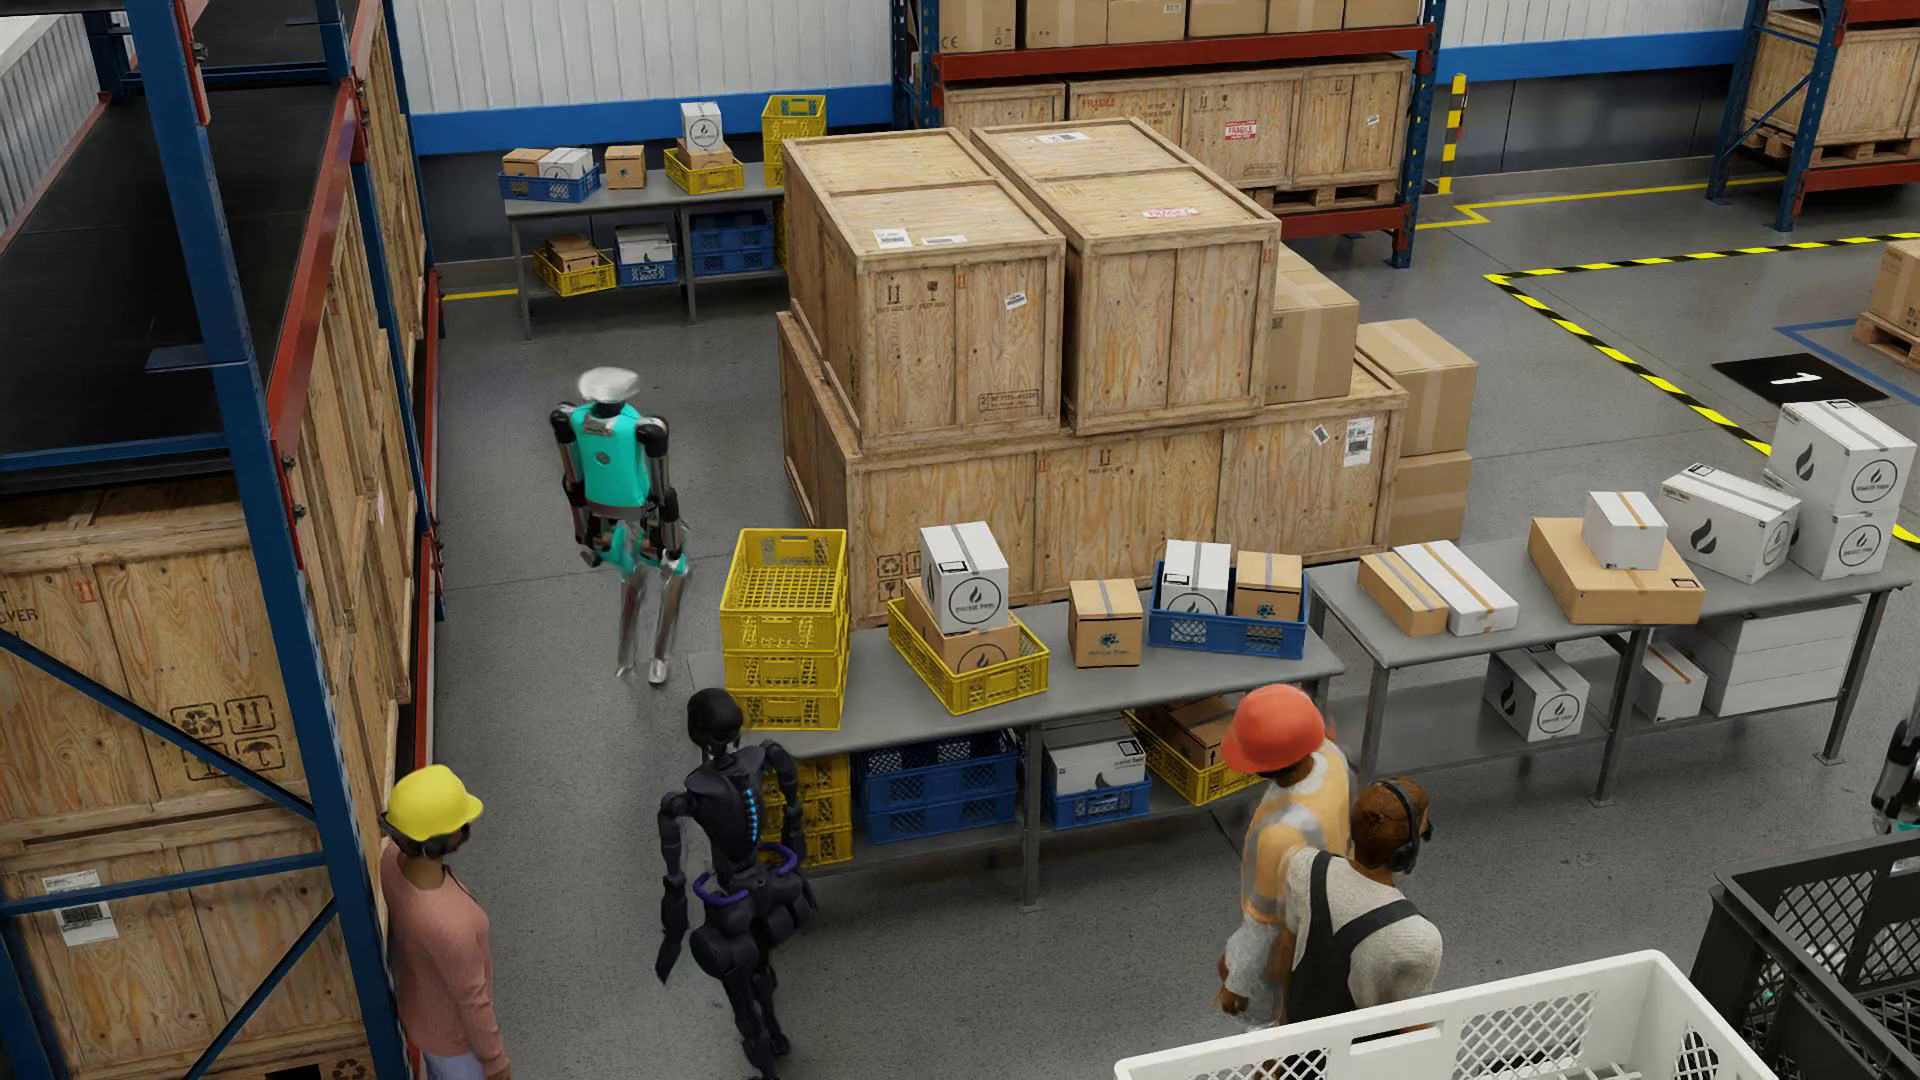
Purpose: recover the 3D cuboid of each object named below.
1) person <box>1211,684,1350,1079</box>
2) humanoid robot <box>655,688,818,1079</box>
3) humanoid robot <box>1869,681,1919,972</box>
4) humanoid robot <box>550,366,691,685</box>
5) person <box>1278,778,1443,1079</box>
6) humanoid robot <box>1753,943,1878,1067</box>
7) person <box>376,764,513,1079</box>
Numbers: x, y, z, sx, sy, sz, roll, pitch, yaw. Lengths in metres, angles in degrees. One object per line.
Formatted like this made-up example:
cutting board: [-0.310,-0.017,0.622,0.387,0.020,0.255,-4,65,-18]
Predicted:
person: [0.985,1.216,5.226,0.414,1.891,0.602,13,32,23]
humanoid robot: [-0.728,1.200,5.483,0.600,1.646,0.490,-25,37,-37]
humanoid robot: [3.631,0.877,6.034,0.558,1.794,0.935,16,33,27]
humanoid robot: [-1.459,-0.062,7.718,0.560,1.776,0.786,7,30,13]
person: [1.123,1.463,4.834,0.341,1.841,0.499,-23,36,-36]
humanoid robot: [1.794,1.867,4.236,0.935,1.791,0.543,-14,32,-23]
person: [-1.501,1.419,4.998,0.336,1.760,0.528,-20,34,-31]
